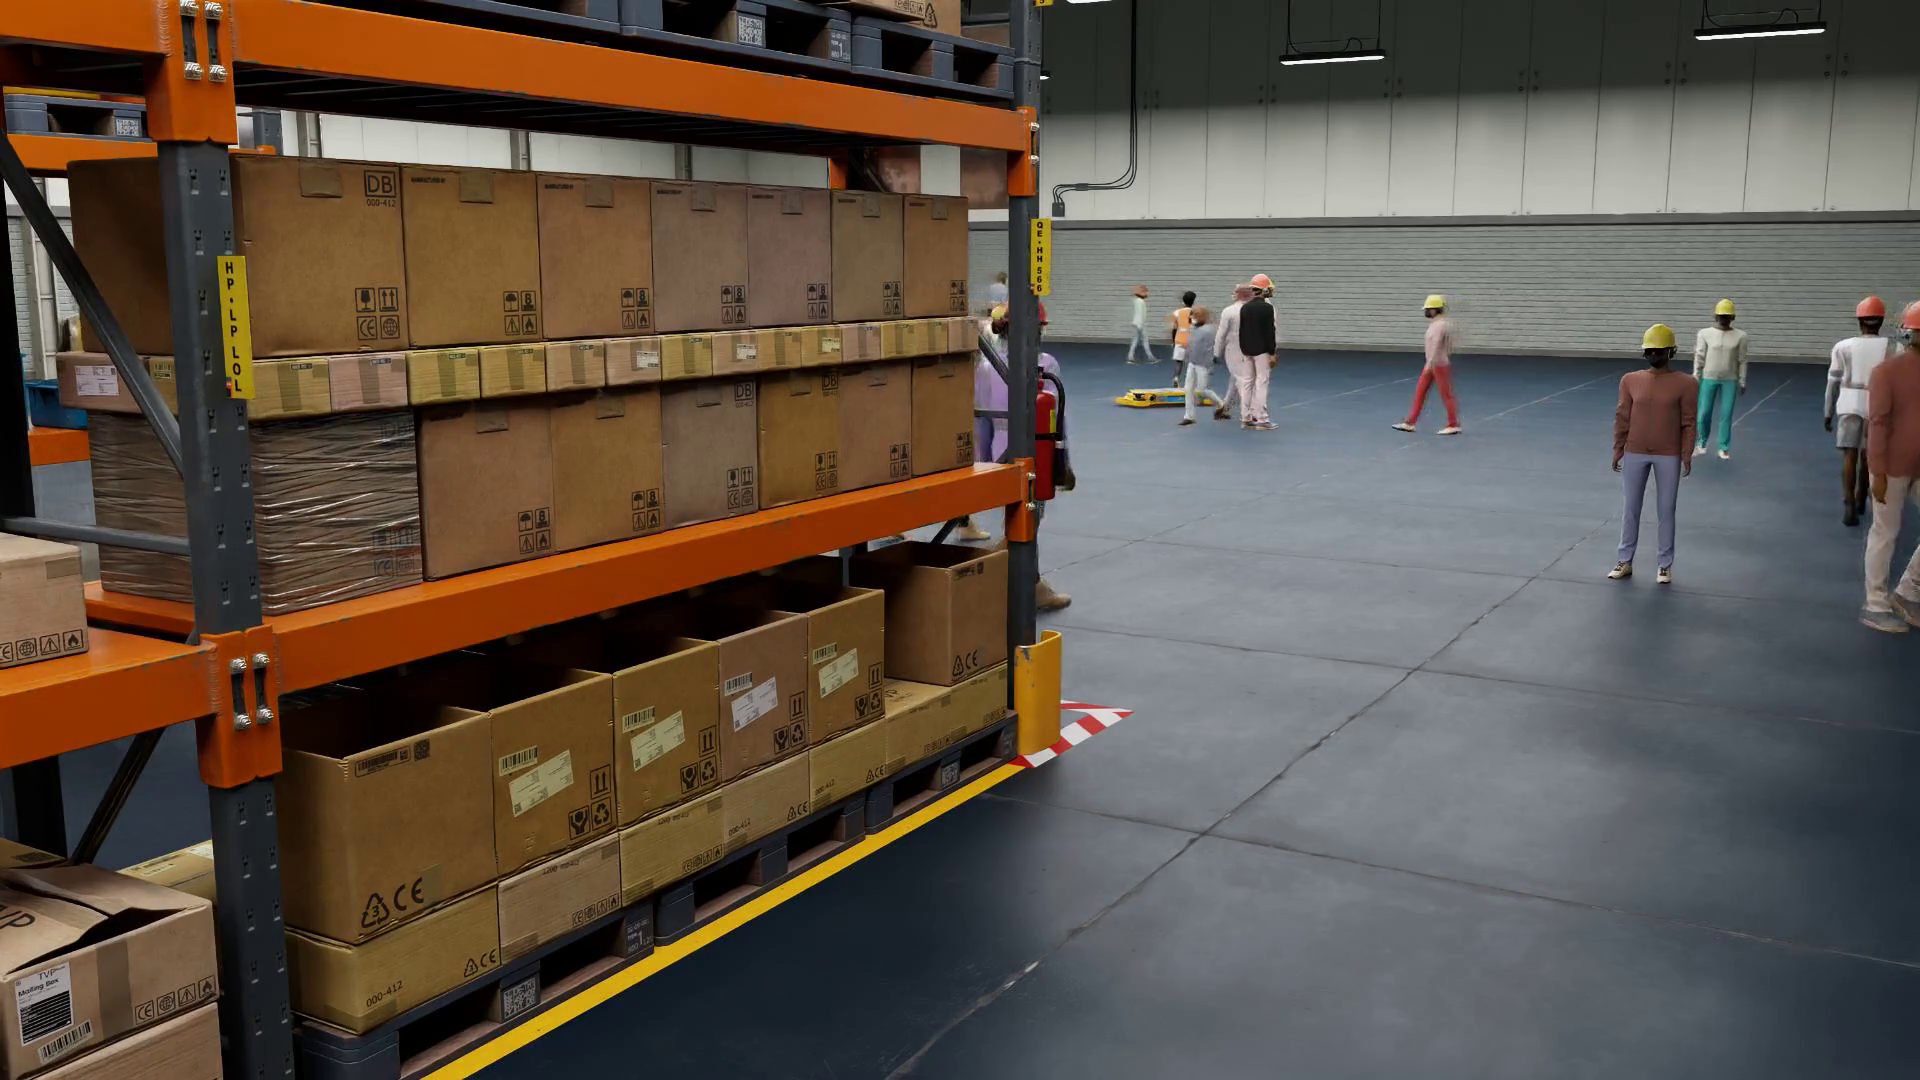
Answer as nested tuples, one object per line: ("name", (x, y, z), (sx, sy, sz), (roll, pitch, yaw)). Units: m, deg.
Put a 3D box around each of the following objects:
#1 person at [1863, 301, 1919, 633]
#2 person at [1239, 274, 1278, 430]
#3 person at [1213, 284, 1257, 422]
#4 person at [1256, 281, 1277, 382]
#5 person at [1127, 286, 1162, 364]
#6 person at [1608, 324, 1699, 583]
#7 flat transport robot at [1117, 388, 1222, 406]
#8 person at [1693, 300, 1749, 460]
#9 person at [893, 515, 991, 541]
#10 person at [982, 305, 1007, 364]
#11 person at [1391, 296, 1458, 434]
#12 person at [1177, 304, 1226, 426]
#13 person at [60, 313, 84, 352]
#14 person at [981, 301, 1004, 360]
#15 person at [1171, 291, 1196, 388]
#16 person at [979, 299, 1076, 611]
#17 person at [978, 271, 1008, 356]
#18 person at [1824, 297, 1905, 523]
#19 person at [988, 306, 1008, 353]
("person", (5.591, -0.422, 9.788), (0.612, 1.978, 0.452), (-1, 10, -8))
("person", (3.846, -2.408, 21.419), (0.411, 1.999, 0.619), (-6, 11, -31))
("person", (3.747, -2.518, 22.447), (0.643, 1.852, 1.034), (-6, 12, -33))
("person", (5.412, -3.719, 29.508), (0.404, 1.837, 0.590), (1, 10, 8))
("person", (3.813, -4.455, 34.475), (0.703, 1.596, 0.523), (0, 10, 0))
("person", (4.736, -0.587, 11.378), (0.533, 1.767, 0.313), (7, 12, 34))
("flat transport robot", (3.127, -2.145, 24.873), (1.431, 0.197, 0.652), (-4, 10, -21))
("person", (8.401, -1.775, 18.379), (0.567, 1.750, 0.534), (4, 10, 20))
("person", (-0.212, -0.803, 12.950), (0.837, 1.665, 0.536), (-3, 10, -15))
("person", (0.568, -2.279, 21.783), (0.553, 1.591, 0.867), (0, 10, 0))
("person", (5.854, -2.175, 20.792), (0.877, 1.730, 0.540), (0, 10, -2))
("person", (3.204, -2.301, 21.866), (0.605, 1.608, 0.544), (-5, 11, -26))
("person", (-9.666, -1.832, 18.574), (0.678, 1.812, 0.432), (-4, 11, -24))
("person", (0.548, -2.426, 22.567), (0.645, 1.610, 0.526), (6, 11, 30))
("person", (3.658, -3.192, 26.900), (0.532, 1.669, 0.739), (4, 10, 21))
("person", (0.322, -0.496, 10.158), (0.937, 2.017, 0.625), (-8, 13, -39))
("person", (0.795, -4.863, 35.972), (0.809, 1.920, 0.627), (-7, 12, -36))
("person", (7.609, -1.097, 14.038), (0.559, 1.880, 1.053), (5, 11, 28))
("person", (0.610, -1.623, 17.609), (0.696, 1.706, 0.498), (-8, 13, -39))
